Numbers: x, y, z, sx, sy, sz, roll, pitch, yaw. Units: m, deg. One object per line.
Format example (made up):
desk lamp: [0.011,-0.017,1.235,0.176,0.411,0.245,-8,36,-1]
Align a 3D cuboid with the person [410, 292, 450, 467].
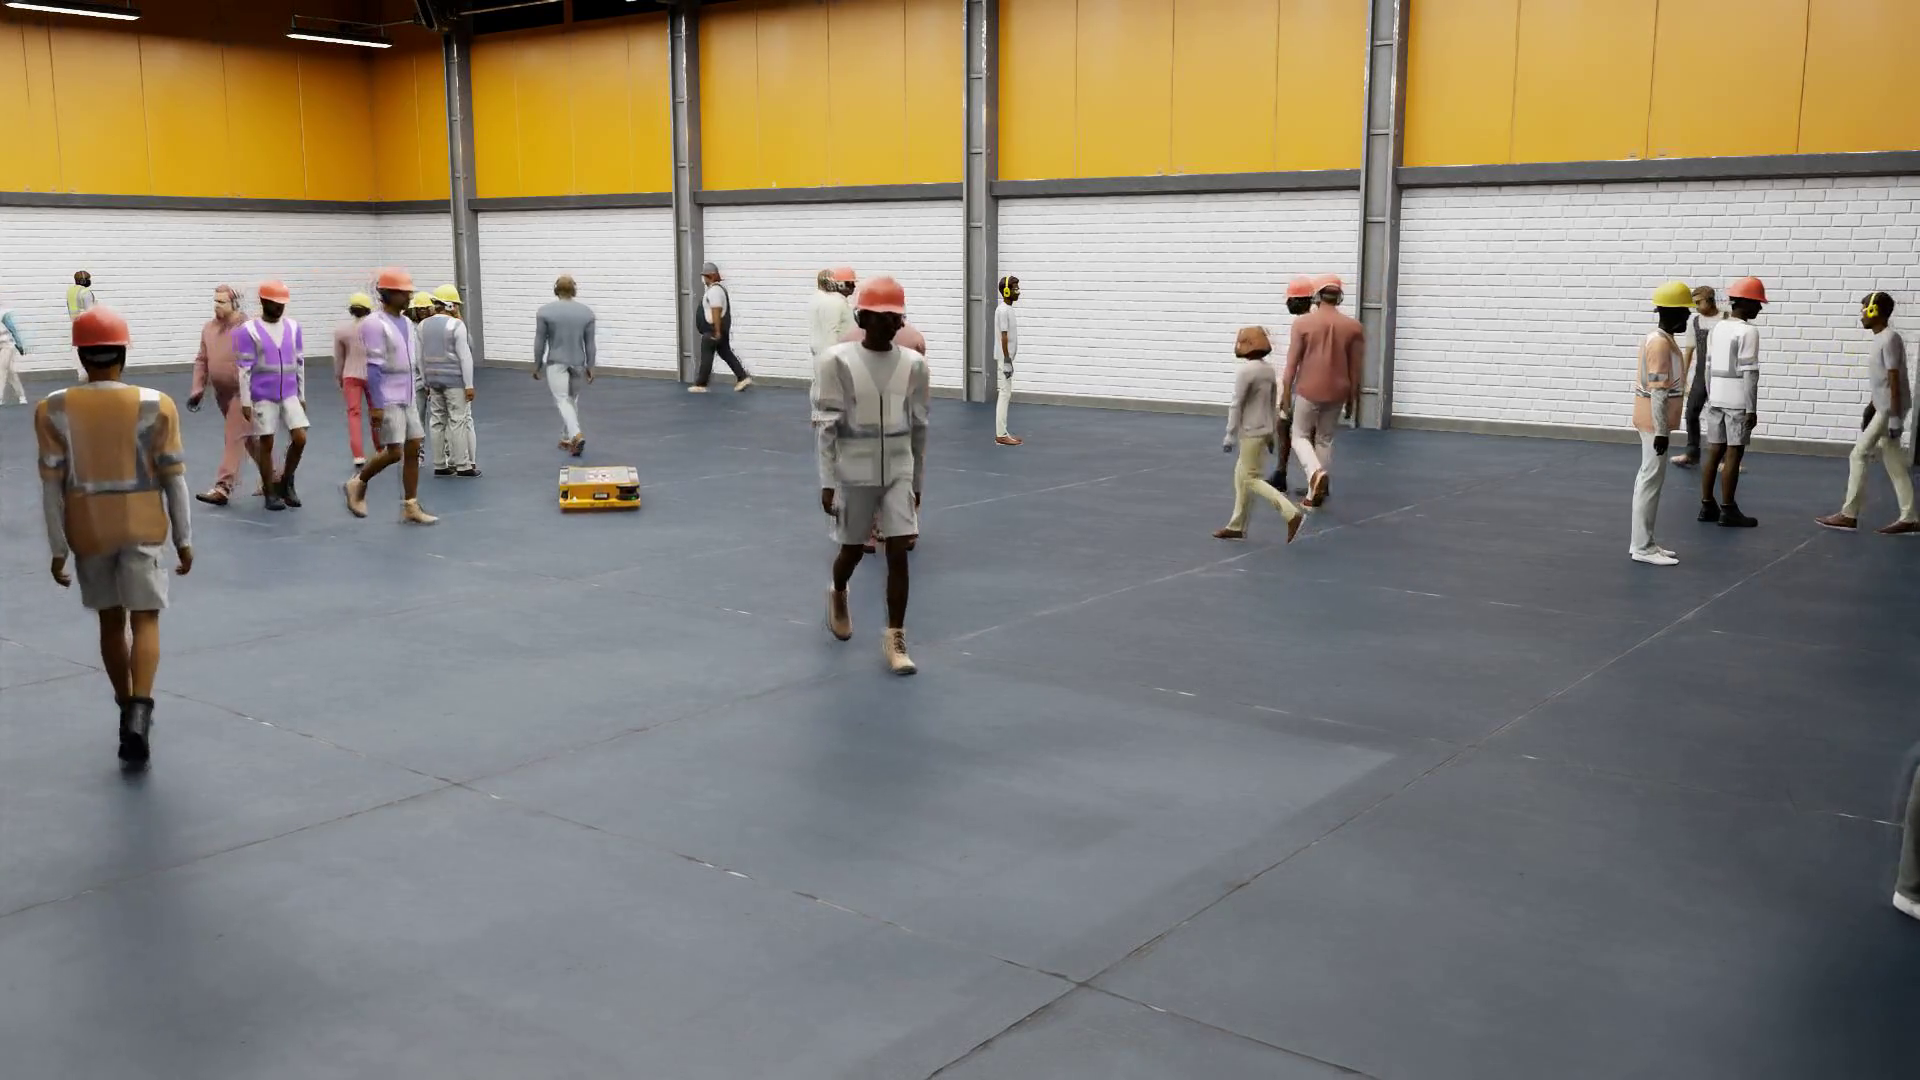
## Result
person: [-5.251,-1.569,16.405,0.486,1.744,0.294,-2,10,-10]

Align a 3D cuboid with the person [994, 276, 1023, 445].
person: [0.540,-1.989,18.485,0.323,1.871,0.530,0,10,1]

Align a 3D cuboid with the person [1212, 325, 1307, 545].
person: [2.191,-0.759,12.087,0.718,1.604,0.492,6,12,33]

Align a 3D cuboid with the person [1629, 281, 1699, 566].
person: [4.802,-0.799,11.386,0.370,1.927,0.588,4,10,21]

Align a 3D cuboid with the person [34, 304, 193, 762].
person: [-3.540,-0.030,6.985,0.552,1.911,0.899,-3,10,-19]

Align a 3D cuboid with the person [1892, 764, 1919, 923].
person: [3.215,0.332,4.883,0.623,1.890,0.876,-6,11,-30]

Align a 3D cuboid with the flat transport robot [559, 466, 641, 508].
flat transport robot: [-3.095,-0.465,14.260,0.652,0.197,1.431,-2,10,-12]

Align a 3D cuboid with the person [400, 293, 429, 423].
person: [-6.873,-2.308,20.571,0.435,1.811,0.694,-5,11,-28]

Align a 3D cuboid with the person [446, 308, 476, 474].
person: [-4.881,-1.451,16.029,0.282,1.636,0.500,5,11,26]

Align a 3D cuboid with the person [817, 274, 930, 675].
person: [-0.456,-0.360,8.578,0.610,2.015,0.864,-3,10,-18]

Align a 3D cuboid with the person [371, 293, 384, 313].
person: [-7.495,-2.488,21.834,0.926,1.713,0.551,10,14,44]

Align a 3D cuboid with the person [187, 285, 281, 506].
person: [-6.186,-1.241,14.205,0.637,1.853,1.055,5,11,26]

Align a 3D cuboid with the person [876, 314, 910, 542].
person: [-0.526,-0.942,12.282,0.399,1.909,0.642,1,10,3]

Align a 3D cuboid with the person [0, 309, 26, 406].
person: [-13.398,-2.672,23.273,0.526,1.586,0.729,4,10,22]

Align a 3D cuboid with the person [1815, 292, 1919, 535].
person: [6.927,-0.955,12.598,0.816,1.815,0.562,7,12,34]

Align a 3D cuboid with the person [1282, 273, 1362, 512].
person: [2.950,-1.174,13.475,0.657,1.958,0.692,-1,10,-8]

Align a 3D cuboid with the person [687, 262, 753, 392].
person: [-3.670,-3.275,25.470,0.955,2.000,0.685,1,10,4]

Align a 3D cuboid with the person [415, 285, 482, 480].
person: [-4.798,-1.476,15.632,0.586,1.824,0.403,4,11,24]

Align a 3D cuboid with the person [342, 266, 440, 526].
person: [-4.435,-1.103,12.874,0.666,2.024,0.630,2,10,14]

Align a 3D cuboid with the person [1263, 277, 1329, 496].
person: [2.892,-1.326,14.536,0.810,1.905,0.554,2,10,11]

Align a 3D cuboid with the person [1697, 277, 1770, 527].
person: [6.038,-1.069,12.947,0.365,1.929,0.553,-2,10,-9]

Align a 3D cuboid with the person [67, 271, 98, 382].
person: [-14.462,-3.528,27.524,0.637,1.842,0.429,7,12,34]

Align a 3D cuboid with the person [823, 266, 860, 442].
person: [-1.236,-2.053,18.534,0.634,1.973,0.653,0,10,2]

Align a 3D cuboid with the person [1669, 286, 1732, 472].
person: [7.328,-1.564,16.216,0.684,1.808,0.376,7,12,37]

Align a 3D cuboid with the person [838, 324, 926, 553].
person: [-0.563,-0.859,11.794,0.643,1.910,0.400,-3,10,-15]

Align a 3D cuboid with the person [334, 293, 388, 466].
person: [-6.020,-1.627,16.793,0.543,1.711,0.895,-2,10,-9]

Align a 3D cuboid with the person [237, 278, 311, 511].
person: [-5.624,-1.185,13.661,0.500,1.912,0.577,9,13,43]

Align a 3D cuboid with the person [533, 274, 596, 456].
person: [-4.131,-1.845,17.556,0.631,1.911,0.947,-7,12,-34]

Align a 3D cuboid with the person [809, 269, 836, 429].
person: [-1.638,-2.298,20.097,0.370,1.934,0.627,-3,10,-19]
